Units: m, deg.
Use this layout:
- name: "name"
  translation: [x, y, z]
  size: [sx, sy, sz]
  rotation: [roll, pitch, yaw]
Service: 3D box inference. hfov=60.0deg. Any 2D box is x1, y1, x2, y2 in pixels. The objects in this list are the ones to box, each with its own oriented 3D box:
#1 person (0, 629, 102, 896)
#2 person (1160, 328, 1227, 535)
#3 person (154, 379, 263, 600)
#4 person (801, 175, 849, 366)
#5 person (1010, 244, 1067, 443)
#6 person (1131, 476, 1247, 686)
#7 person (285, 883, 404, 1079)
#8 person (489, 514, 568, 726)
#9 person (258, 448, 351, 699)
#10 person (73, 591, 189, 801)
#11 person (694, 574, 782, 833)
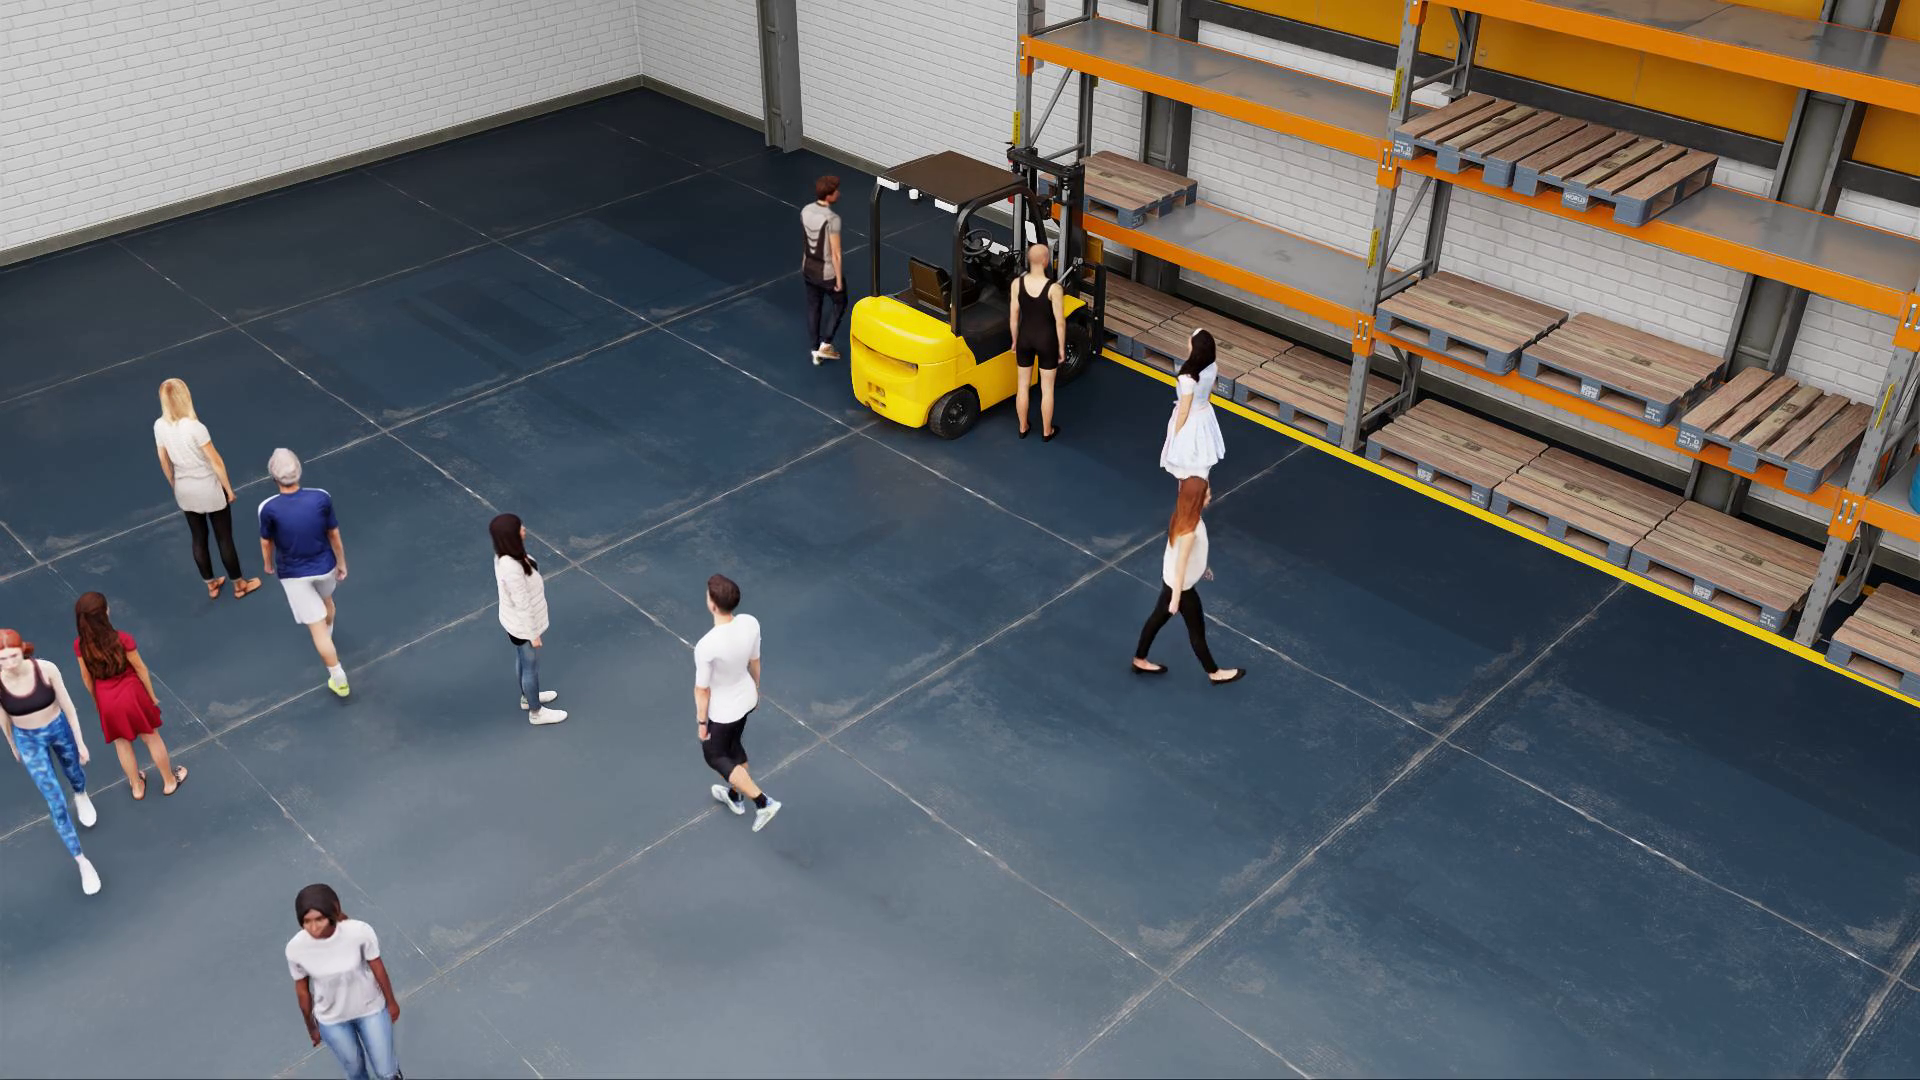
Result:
- name: "person"
  translation: [-5.522, 1.210, 10.087]
  size: [0.719, 1.738, 1.226]
  rotation: [-20, 38, -27]
- name: "person"
  translation: [1.837, -0.831, 13.085]
  size: [0.714, 1.818, 0.692]
  rotation: [27, 42, 34]
- name: "person"
  translation: [-5.657, -0.363, 12.377]
  size: [0.672, 1.824, 0.751]
  rotation: [3, 34, 4]
- name: "person"
  translation: [-1.330, -2.465, 15.499]
  size: [0.688, 1.868, 0.832]
  rotation: [16, 37, 23]
- name: "person"
  translation: [0.662, -1.696, 14.391]
  size: [0.608, 1.813, 0.773]
  rotation: [12, 35, 17]
- name: "person"
  translation: [1.435, 0.296, 11.511]
  size: [1.088, 1.684, 1.009]
  rotation: [1, 34, 1]
- name: "person"
  translation: [-3.073, 2.339, 8.415]
  size: [0.751, 1.710, 0.820]
  rotation: [-9, 35, -14]
- name: "person"
  translation: [-2.952, 0.523, 11.211]
  size: [0.741, 1.638, 0.594]
  rotation: [-15, 37, -22]
- name: "person"
  translation: [-4.467, 0.259, 11.471]
  size: [0.740, 1.791, 1.219]
  rotation: [-24, 40, -31]
- name: "person"
  translation: [-5.333, 0.991, 10.585]
  size: [0.669, 1.552, 0.730]
  rotation: [-7, 34, -10]
- name: "person"
  translation: [-1.372, 1.046, 10.249]
  size: [0.945, 1.832, 0.742]
  rotation: [24, 40, 31]
